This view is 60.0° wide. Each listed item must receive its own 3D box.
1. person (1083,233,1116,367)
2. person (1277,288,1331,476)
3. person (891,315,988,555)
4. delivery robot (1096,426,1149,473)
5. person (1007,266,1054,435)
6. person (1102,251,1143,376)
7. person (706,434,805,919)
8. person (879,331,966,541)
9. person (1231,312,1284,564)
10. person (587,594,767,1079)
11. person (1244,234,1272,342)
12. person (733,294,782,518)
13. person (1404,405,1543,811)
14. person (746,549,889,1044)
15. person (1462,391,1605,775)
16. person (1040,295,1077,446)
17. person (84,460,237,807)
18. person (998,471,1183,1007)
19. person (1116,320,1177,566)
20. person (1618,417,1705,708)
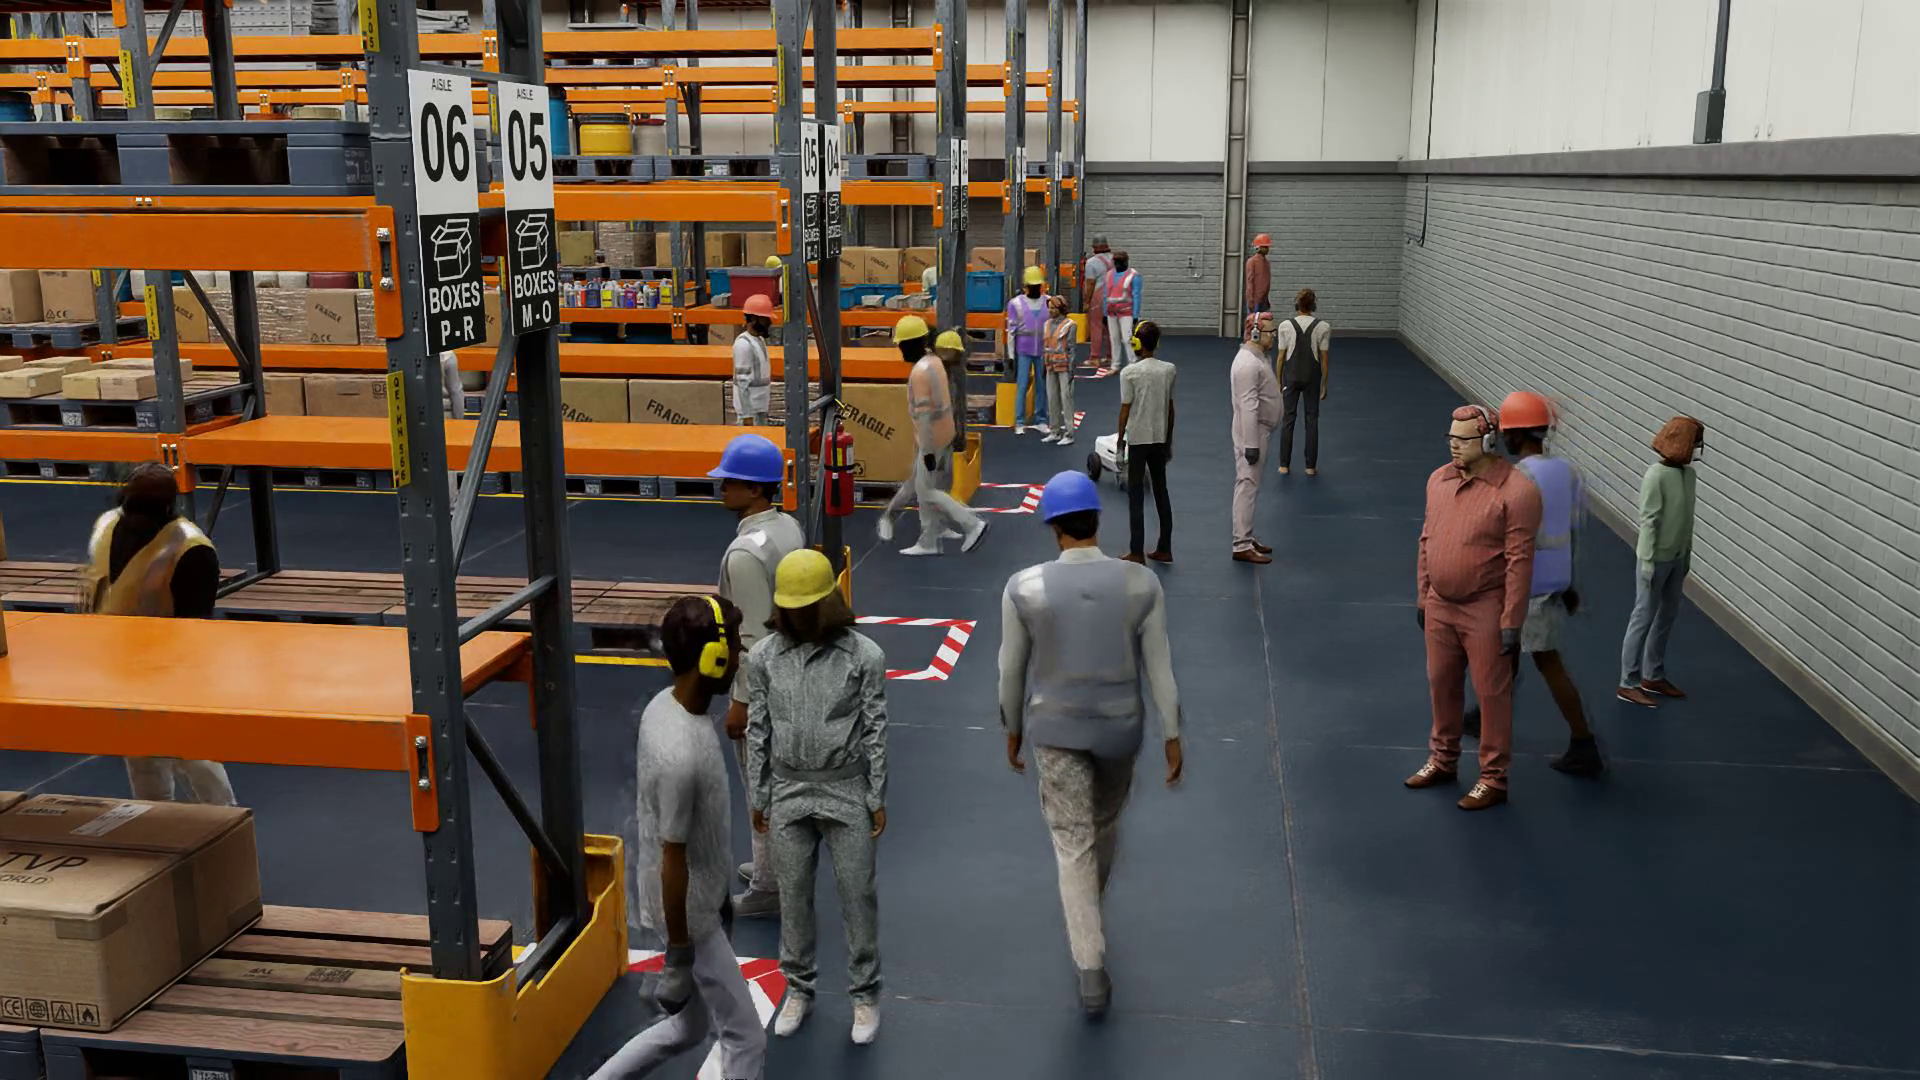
[{"bbox_3d":[2.124,-3.690,25.530,0.683,2.000,0.536,-10,16,-38],"label":"person"},{"bbox_3d":[3.353,-1.539,16.294,0.503,1.839,0.343,3,13,13],"label":"person"},{"bbox_3d":[-0.180,-0.778,12.752,0.682,1.891,0.594,2,13,8],"label":"person"},{"bbox_3d":[1.550,-0.839,15.830,0.477,0.478,0.707,-3,13,-14],"label":"delivery robot"},{"bbox_3d":[0.834,-2.139,18.833,0.601,1.913,0.405,-3,13,-14],"label":"person"},{"bbox_3d":[2.338,-3.271,24.127,0.635,1.837,0.429,12,17,43],"label":"person"},{"bbox_3d":[-0.792,0.541,6.632,0.382,1.949,0.614,2,13,9],"label":"person"},{"bbox_3d":[-0.280,-0.838,13.410,0.669,1.714,0.507,5,14,23],"label":"person"},{"bbox_3d":[2.266,-0.788,12.735,0.409,1.906,0.651,3,13,12],"label":"person"},{"bbox_3d":[-0.805,1.044,4.641,0.795,1.840,0.511,-3,13,-12],"label":"person"},{"bbox_3d":[4.659,-3.759,25.942,0.379,1.996,0.608,9,16,37],"label":"person"},{"bbox_3d":[-1.744,-1.144,14.296,0.391,1.928,0.545,3,13,11],"label":"person"},{"bbox_3d":[2.377,0.311,7.807,0.399,1.900,0.650,-8,15,-32],"label":"person"},{"bbox_3d":[-0.486,0.869,5.654,0.494,1.732,0.324,2,13,8],"label":"person"},{"bbox_3d":[2.888,0.203,8.327,0.546,1.882,0.993,-10,16,-39],"label":"person"},{"bbox_3d":[1.085,-1.858,18.195,0.311,1.632,0.526,-10,16,-39],"label":"person"},{"bbox_3d":[-3.343,0.551,6.934,0.700,1.809,0.446,6,14,27],"label":"person"},{"bbox_3d":[0.470,0.690,6.131,0.644,1.877,1.004,-1,13,-7],"label":"person"},{"bbox_3d":[1.404,-0.722,12.558,0.508,1.860,0.333,-6,14,-27],"label":"person"},{"bbox_3d":[3.944,0.116,9.305,0.503,1.628,0.279,-10,16,-38],"label":"person"}]
